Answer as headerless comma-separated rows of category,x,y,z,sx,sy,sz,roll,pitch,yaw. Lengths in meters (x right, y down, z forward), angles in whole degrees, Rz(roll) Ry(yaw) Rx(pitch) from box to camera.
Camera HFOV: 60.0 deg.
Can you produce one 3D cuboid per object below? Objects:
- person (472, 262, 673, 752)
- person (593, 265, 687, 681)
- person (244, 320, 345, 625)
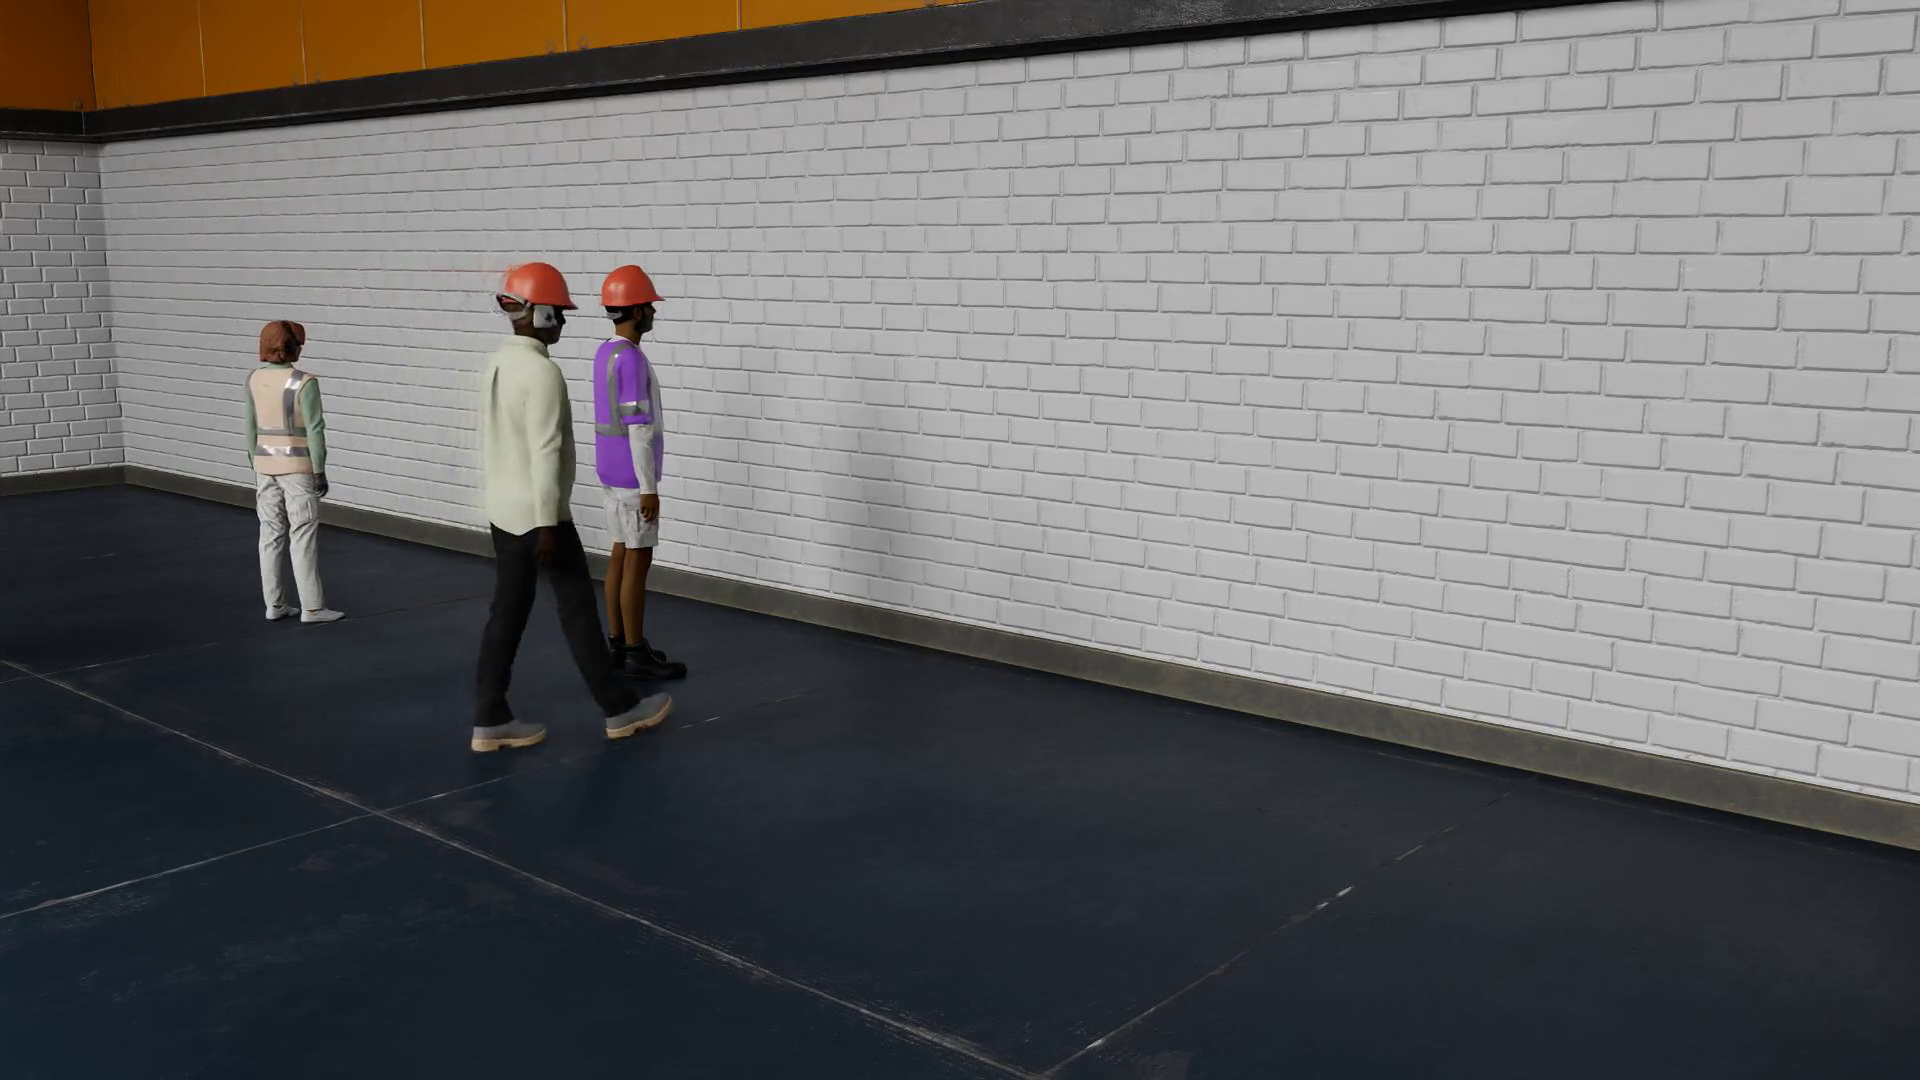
person,-1.654,-0.128,6.744,0.757,1.970,0.643,-8,13,-38
person,-1.525,-0.308,7.817,0.345,1.942,0.551,-5,11,-27
person,-3.620,-0.359,8.964,0.515,1.640,0.315,4,11,23
